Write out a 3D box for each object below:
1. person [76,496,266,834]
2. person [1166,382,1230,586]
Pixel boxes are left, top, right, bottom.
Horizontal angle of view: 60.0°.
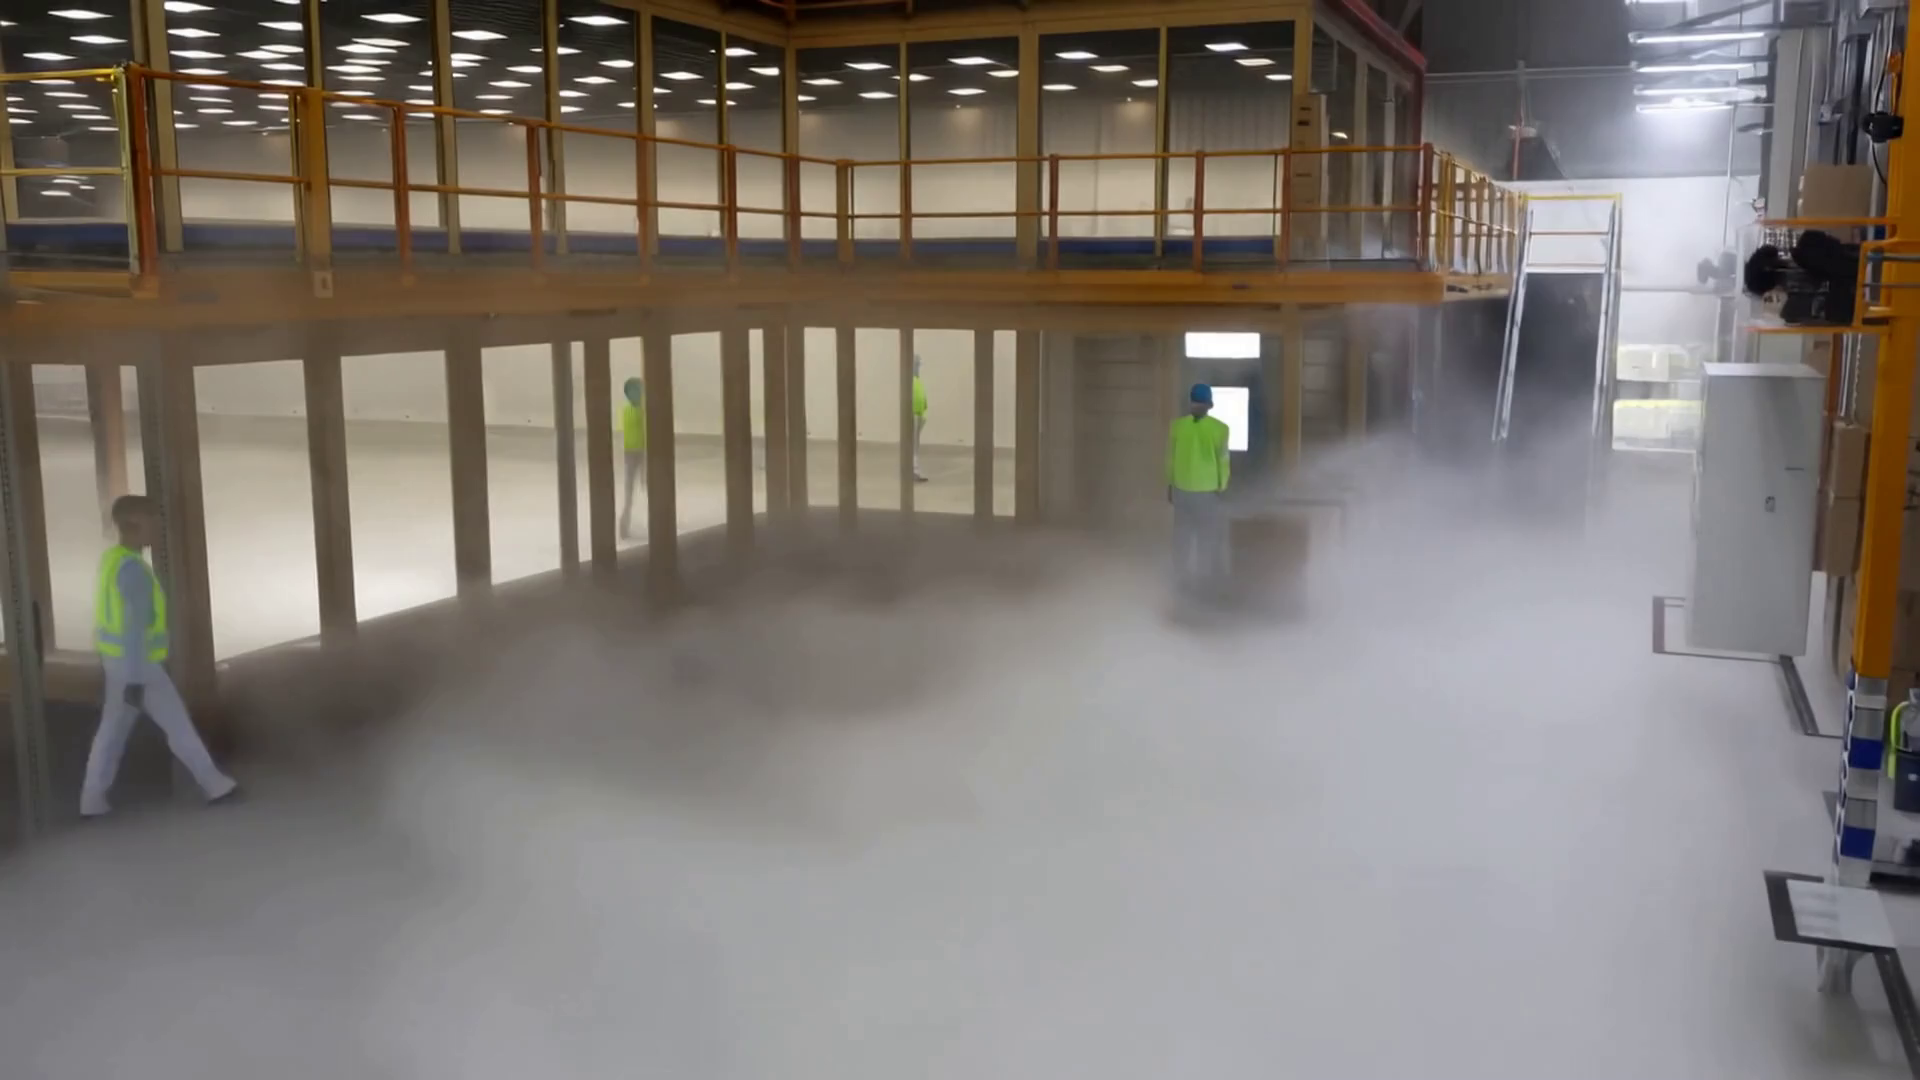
[{"bbox_3d":[-4.437,0.669,9.164,0.991,1.829,0.587,-7,12,-38],"label":"person"},{"bbox_3d":[2.307,-0.537,16.147,0.612,1.986,0.406,1,9,8],"label":"person"}]
